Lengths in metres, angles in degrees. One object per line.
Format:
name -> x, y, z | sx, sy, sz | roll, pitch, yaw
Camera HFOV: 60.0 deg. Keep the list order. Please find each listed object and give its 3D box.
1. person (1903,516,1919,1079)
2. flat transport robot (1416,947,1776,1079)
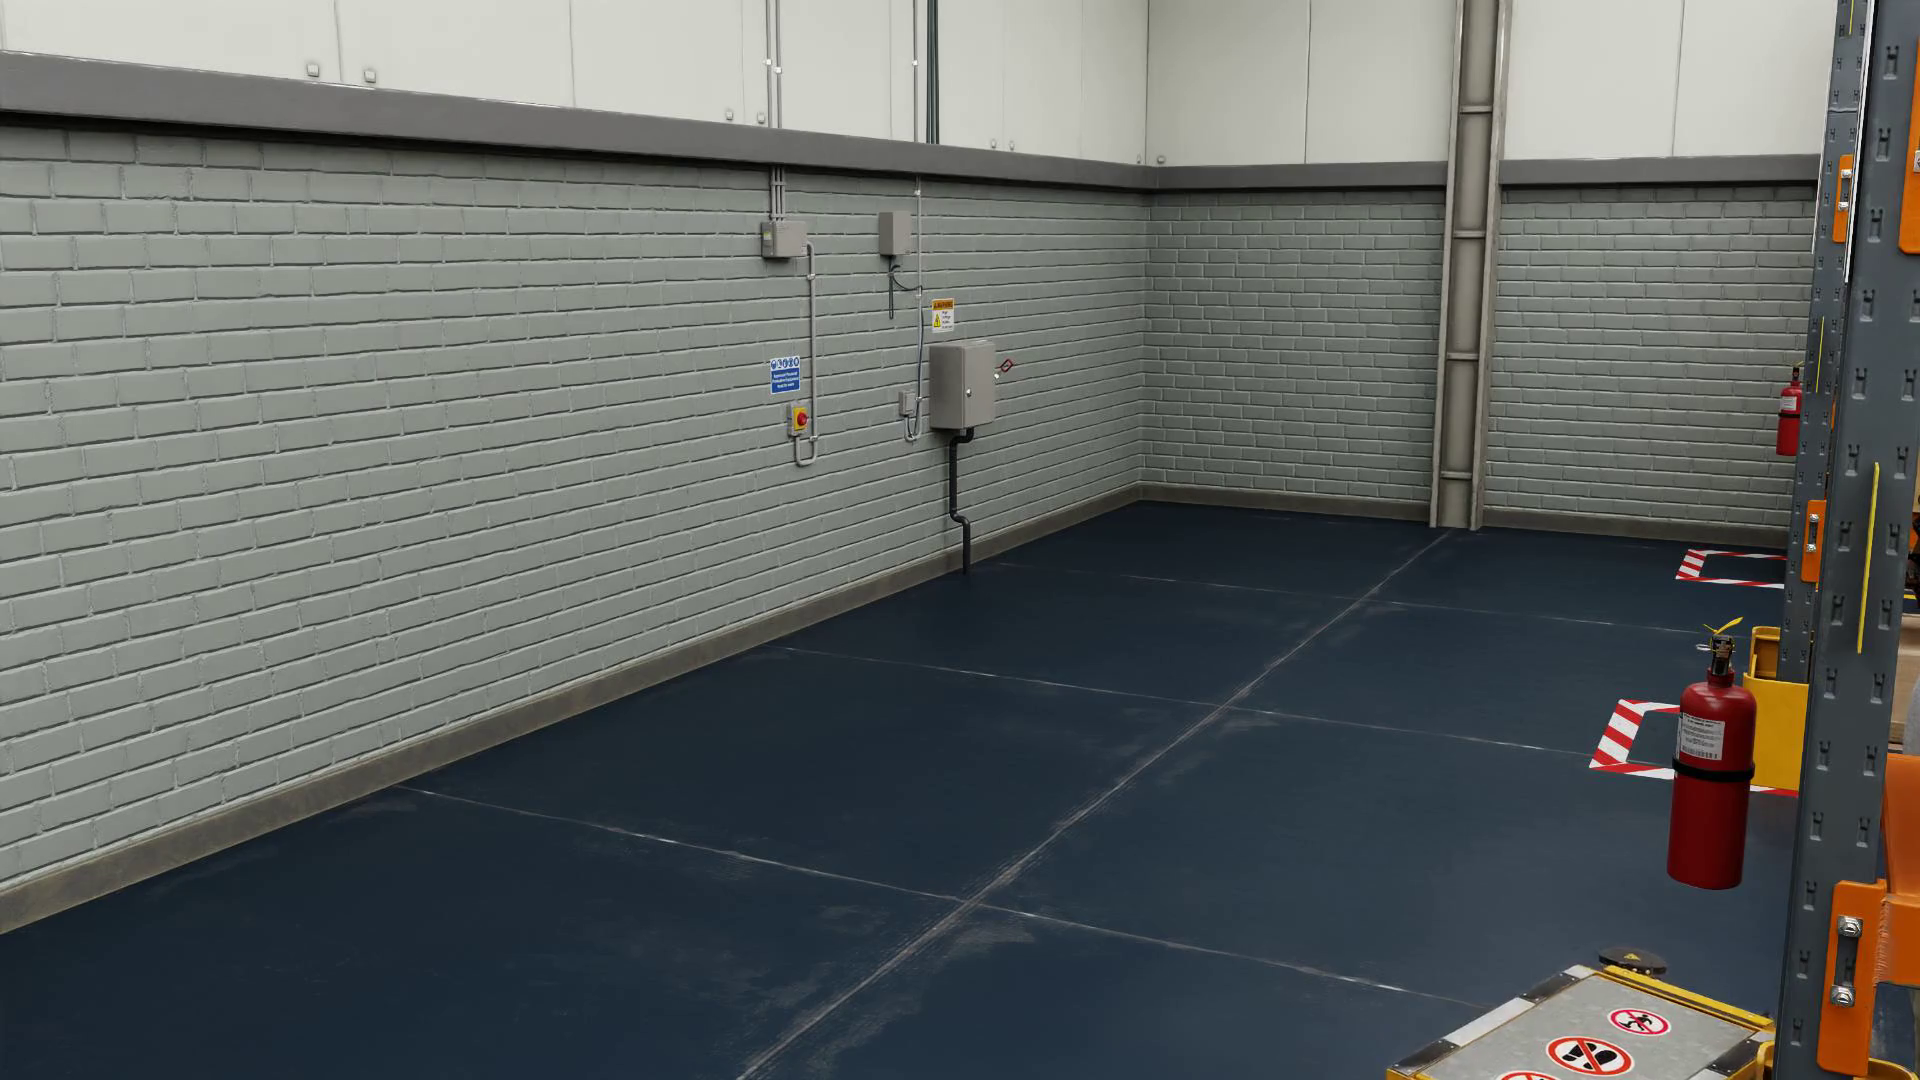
person -> 2.512, 0.825, 4.253 | 0.325, 1.860, 0.515 | 4, 11, 20
flat transport robot -> 1.822, 1.528, 4.740 | 1.431, 0.197, 0.652 | -9, 14, -40
